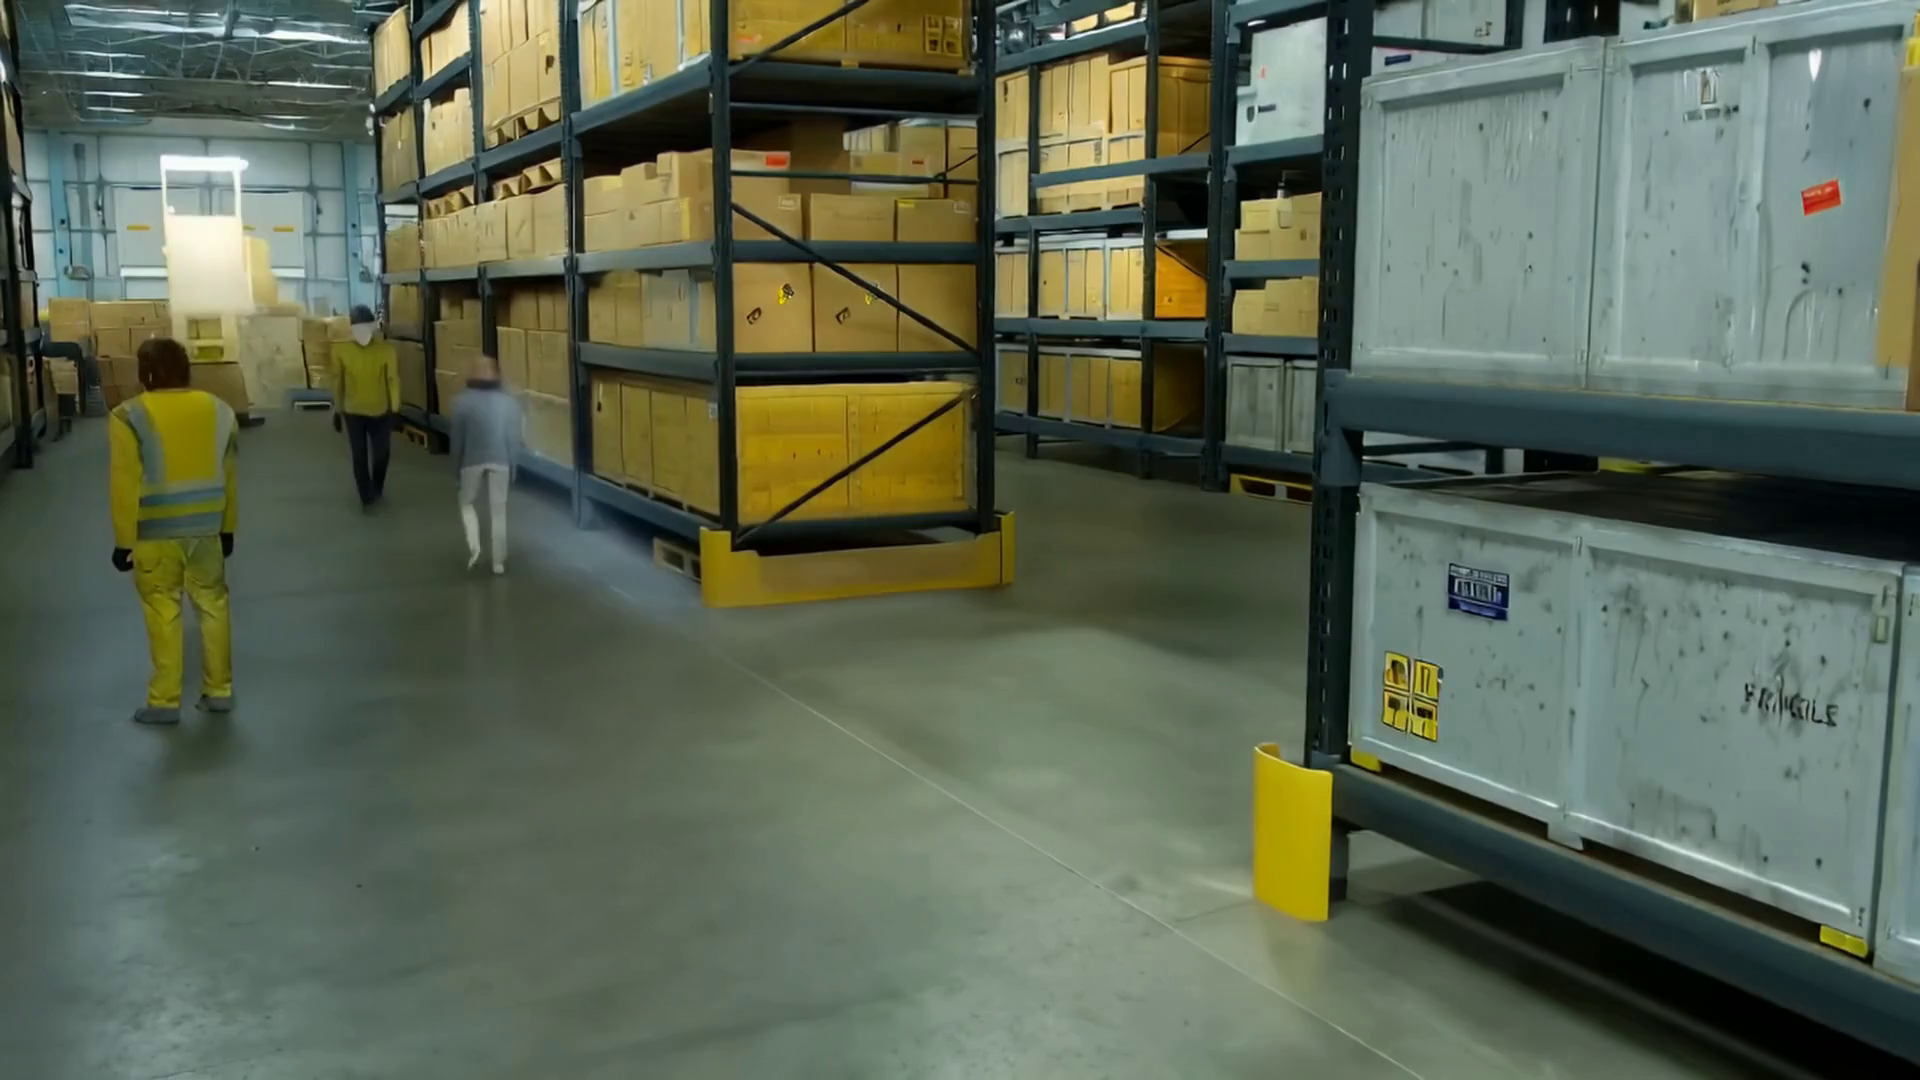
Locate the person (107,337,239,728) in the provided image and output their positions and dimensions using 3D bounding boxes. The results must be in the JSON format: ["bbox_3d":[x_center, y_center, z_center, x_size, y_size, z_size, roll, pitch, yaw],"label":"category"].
[{"bbox_3d":[-3.737,-0.036,7.904,0.429,1.844,0.625,5,10,33],"label":"person"}]

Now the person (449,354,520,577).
[{"bbox_3d":[-3.455,-0.537,12.113,0.502,1.625,0.386,-3,9,-20],"label":"person"}]

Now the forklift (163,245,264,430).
[{"bbox_3d":[-11.336,-3.027,24.960,1.129,2.768,1.873,-1,8,-10],"label":"forklift"}]

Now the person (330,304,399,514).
[{"bbox_3d":[-5.649,-1.247,15.793,0.619,1.976,0.643,-4,9,-24],"label":"person"}]
